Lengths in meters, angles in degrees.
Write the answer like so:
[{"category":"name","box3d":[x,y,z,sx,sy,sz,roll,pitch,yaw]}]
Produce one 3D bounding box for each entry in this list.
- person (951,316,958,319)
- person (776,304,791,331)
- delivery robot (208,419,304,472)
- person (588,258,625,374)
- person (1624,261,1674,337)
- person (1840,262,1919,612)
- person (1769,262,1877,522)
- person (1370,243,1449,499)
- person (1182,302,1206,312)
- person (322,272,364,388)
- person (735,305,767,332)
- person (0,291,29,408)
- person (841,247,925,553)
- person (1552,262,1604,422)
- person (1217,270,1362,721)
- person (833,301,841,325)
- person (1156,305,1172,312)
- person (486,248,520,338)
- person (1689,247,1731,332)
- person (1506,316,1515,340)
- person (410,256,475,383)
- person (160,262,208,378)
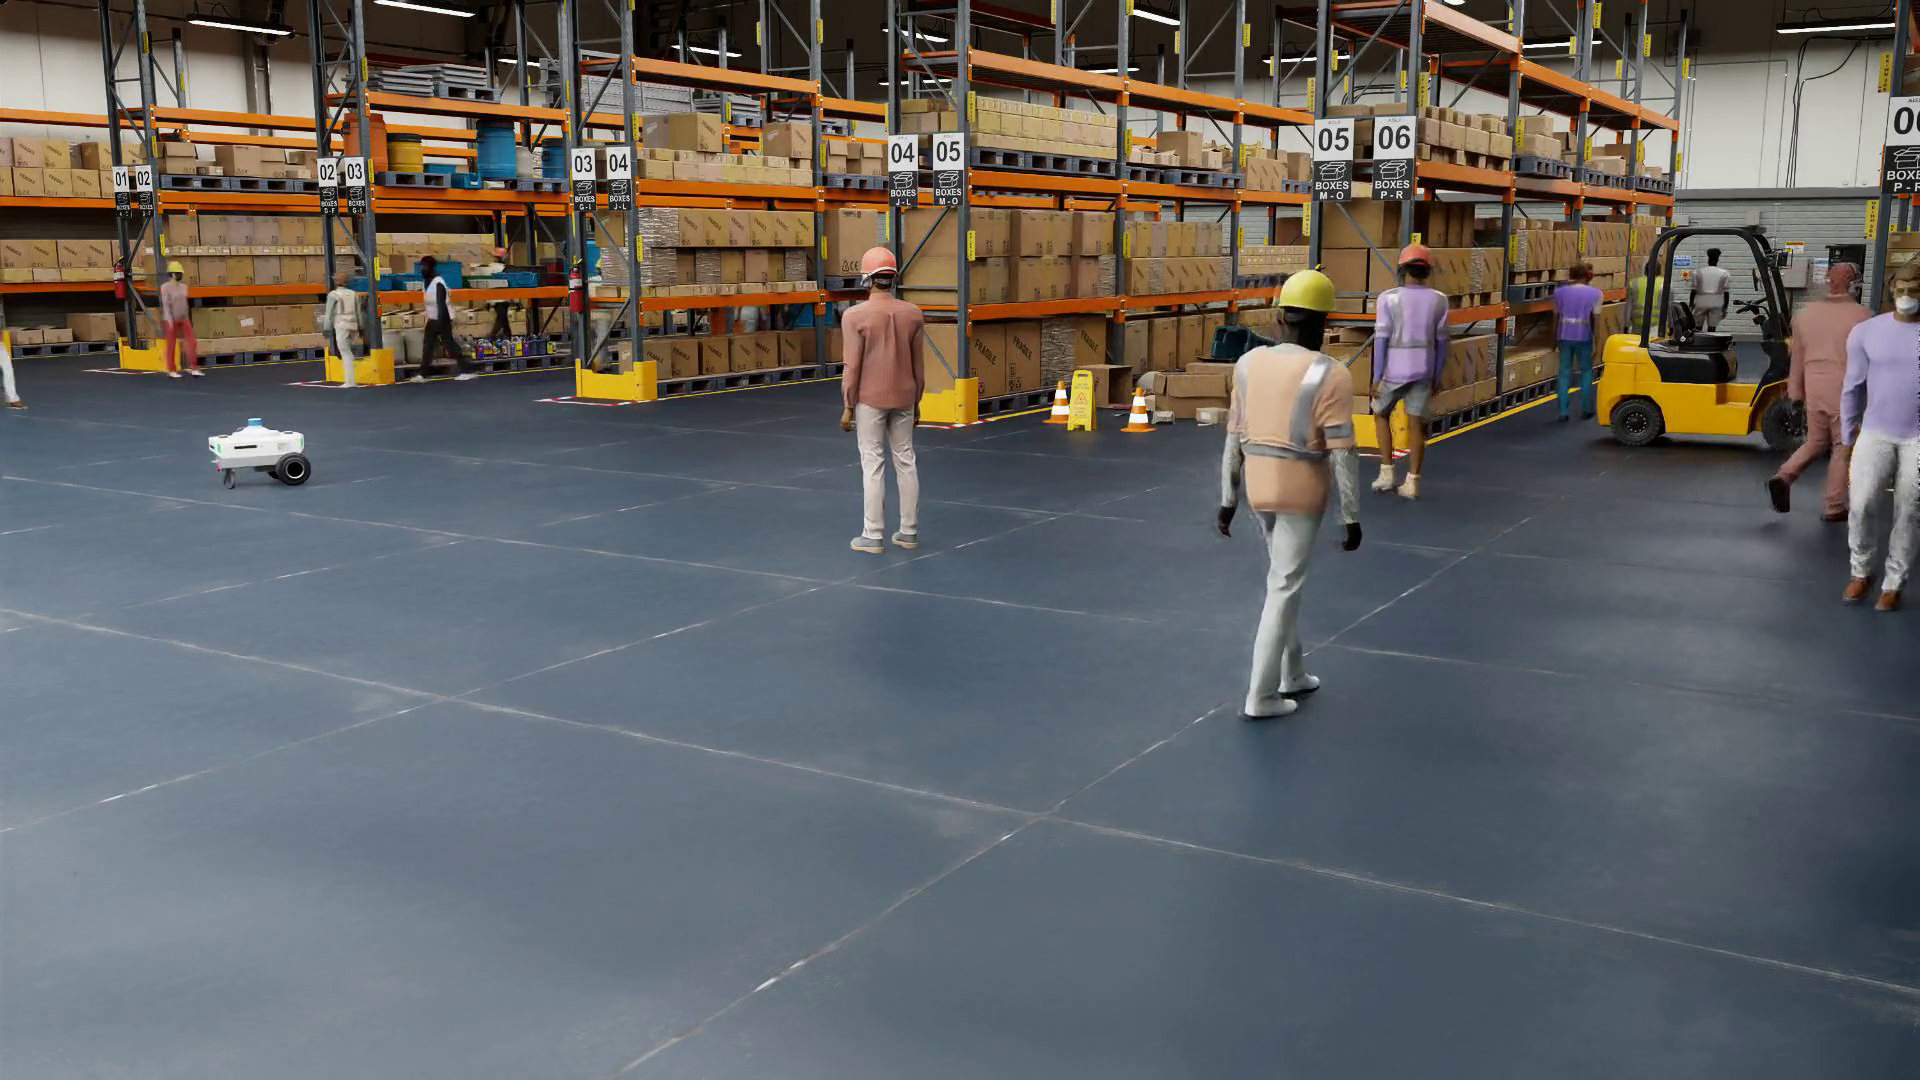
[{"category":"person","box3d":[-0.011,-3.301,25.257,0.534,1.644,0.872,9,13,40]},{"category":"person","box3d":[-3.389,-4.321,30.515,0.547,1.814,0.837,6,12,29]},{"category":"delivery robot","box3d":[-5.886,-0.773,13.916,0.707,0.478,0.477,-7,12,-35]},{"category":"person","box3d":[-5.416,-3.429,25.568,0.618,1.795,0.855,6,12,30]},{"category":"person","box3d":[9.737,-3.050,23.484,0.652,1.794,0.980,6,12,29]},{"category":"person","box3d":[5.154,-0.550,9.118,0.629,1.924,0.445,7,12,34]},{"category":"person","box3d":[6.285,-1.055,12.025,0.616,1.889,0.649,-4,11,-21]},{"category":"person","box3d":[3.548,-1.347,13.296,0.635,2.014,0.666,-1,10,-8]},{"category":"person","box3d":[4.059,-4.001,28.634,0.519,1.852,0.749,6,12,30]},{"category":"person","box3d":[-8.642,-2.940,23.332,0.485,1.616,0.589,4,11,24]},{"category":"person","box3d":[-3.316,-3.569,26.621,0.503,1.690,0.920,5,11,26]},{"category":"person","box3d":[-11.925,-2.403,20.386,0.837,1.591,0.498,2,10,13]},{"category":"person","box3d":[-0.516,-0.913,10.928,0.613,1.995,0.391,-6,12,-31]},{"category":"person","box3d":[7.072,-2.268,19.049,0.597,1.802,0.918,7,12,33]},{"category":"person","box3d":[1.485,-0.192,7.132,0.762,1.900,0.627,-8,13,-38]},{"category":"person","box3d":[-2.863,-5.350,36.102,0.569,1.879,1.010,7,12,35]},{"category":"person","box3d":[4.025,-4.854,32.878,0.710,2.000,0.933,5,11,25]},{"category":"person","box3d":[-8.476,-4.427,30.767,0.640,1.944,1.024,6,12,31]},{"category":"person","box3d":[12.617,-3.946,28.036,0.643,1.947,0.535,4,11,22]},{"category":"person","box3d":[11.506,-5.176,34.831,0.608,1.988,0.392,-3,11,-15]},{"category":"person","box3d":[-7.609,-3.219,24.289,0.974,1.851,0.644,-10,14,-44]},{"category":"person","box3d":[-11.684,-3.289,24.958,0.737,1.742,0.533,5,11,26]}]
